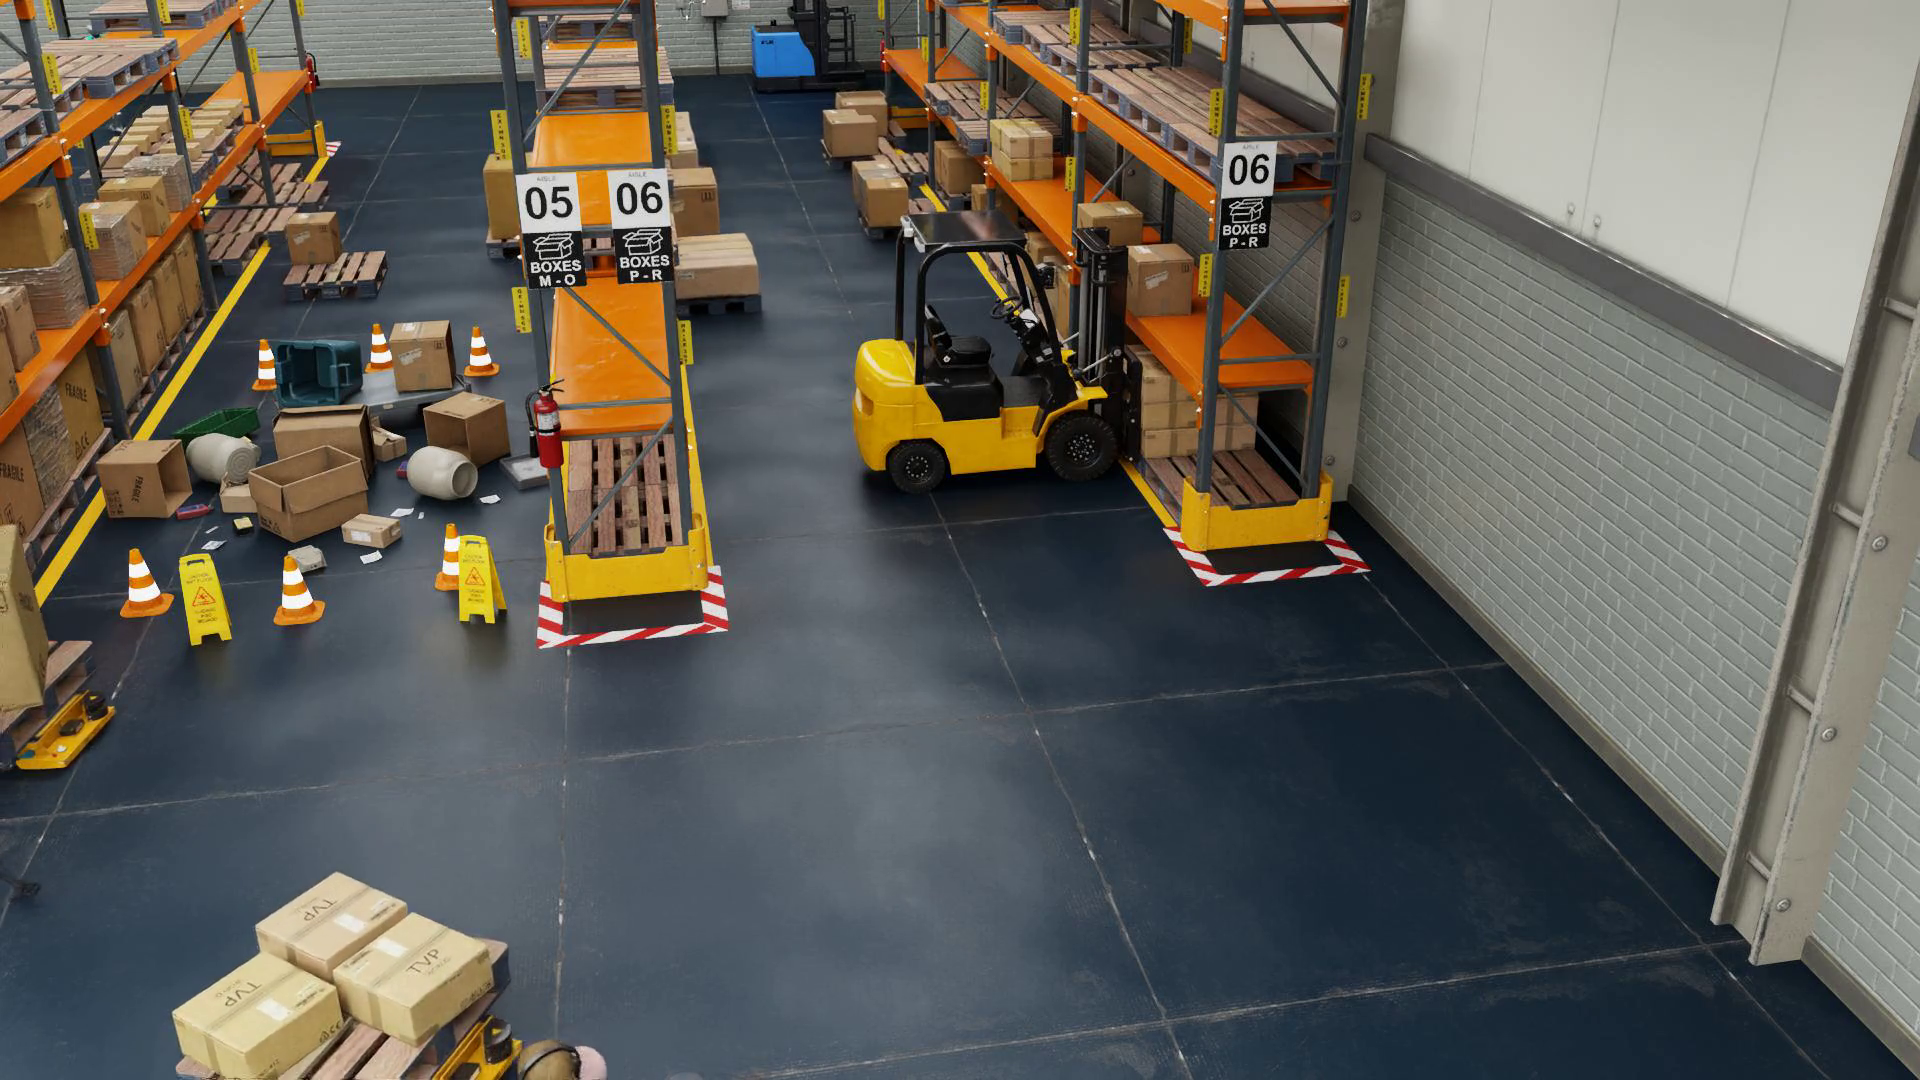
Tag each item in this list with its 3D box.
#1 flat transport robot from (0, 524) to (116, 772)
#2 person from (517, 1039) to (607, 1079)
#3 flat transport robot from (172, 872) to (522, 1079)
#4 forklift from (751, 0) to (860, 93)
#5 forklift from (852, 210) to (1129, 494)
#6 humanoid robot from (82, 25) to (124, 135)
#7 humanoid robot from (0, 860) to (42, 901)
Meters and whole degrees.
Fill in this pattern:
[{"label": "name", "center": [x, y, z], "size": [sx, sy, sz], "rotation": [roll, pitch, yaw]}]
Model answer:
[{"label": "flat transport robot", "center": [-6.264, 1.206, 10.618], "size": [1.431, 0.231, 0.659], "rotation": [1, 26, 1]}, {"label": "person", "center": [-1.437, 2.504, 6.062], "size": [0.960, 1.869, 0.643], "rotation": [17, 31, 32]}, {"label": "flat transport robot", "center": [-2.913, 2.471, 7.983], "size": [1.431, 0.231, 0.659], "rotation": [7, 27, 15]}, {"label": "forklift", "center": [-2.872, -9.679, 30.288], "size": [1.873, 2.768, 1.129], "rotation": [-5, 26, -10]}, {"label": "forklift", "center": [0.216, -1.659, 14.366], "size": [2.313, 2.155, 1.214], "rotation": [-5, 26, -10]}, {"label": "humanoid robot", "center": [-13.713, -7.356, 26.808], "size": [0.545, 1.776, 1.037], "rotation": [-21, 33, -37]}, {"label": "humanoid robot", "center": [-5.494, 1.289, 8.892], "size": [0.750, 1.628, 0.608], "rotation": [-3, 26, -6]}]
